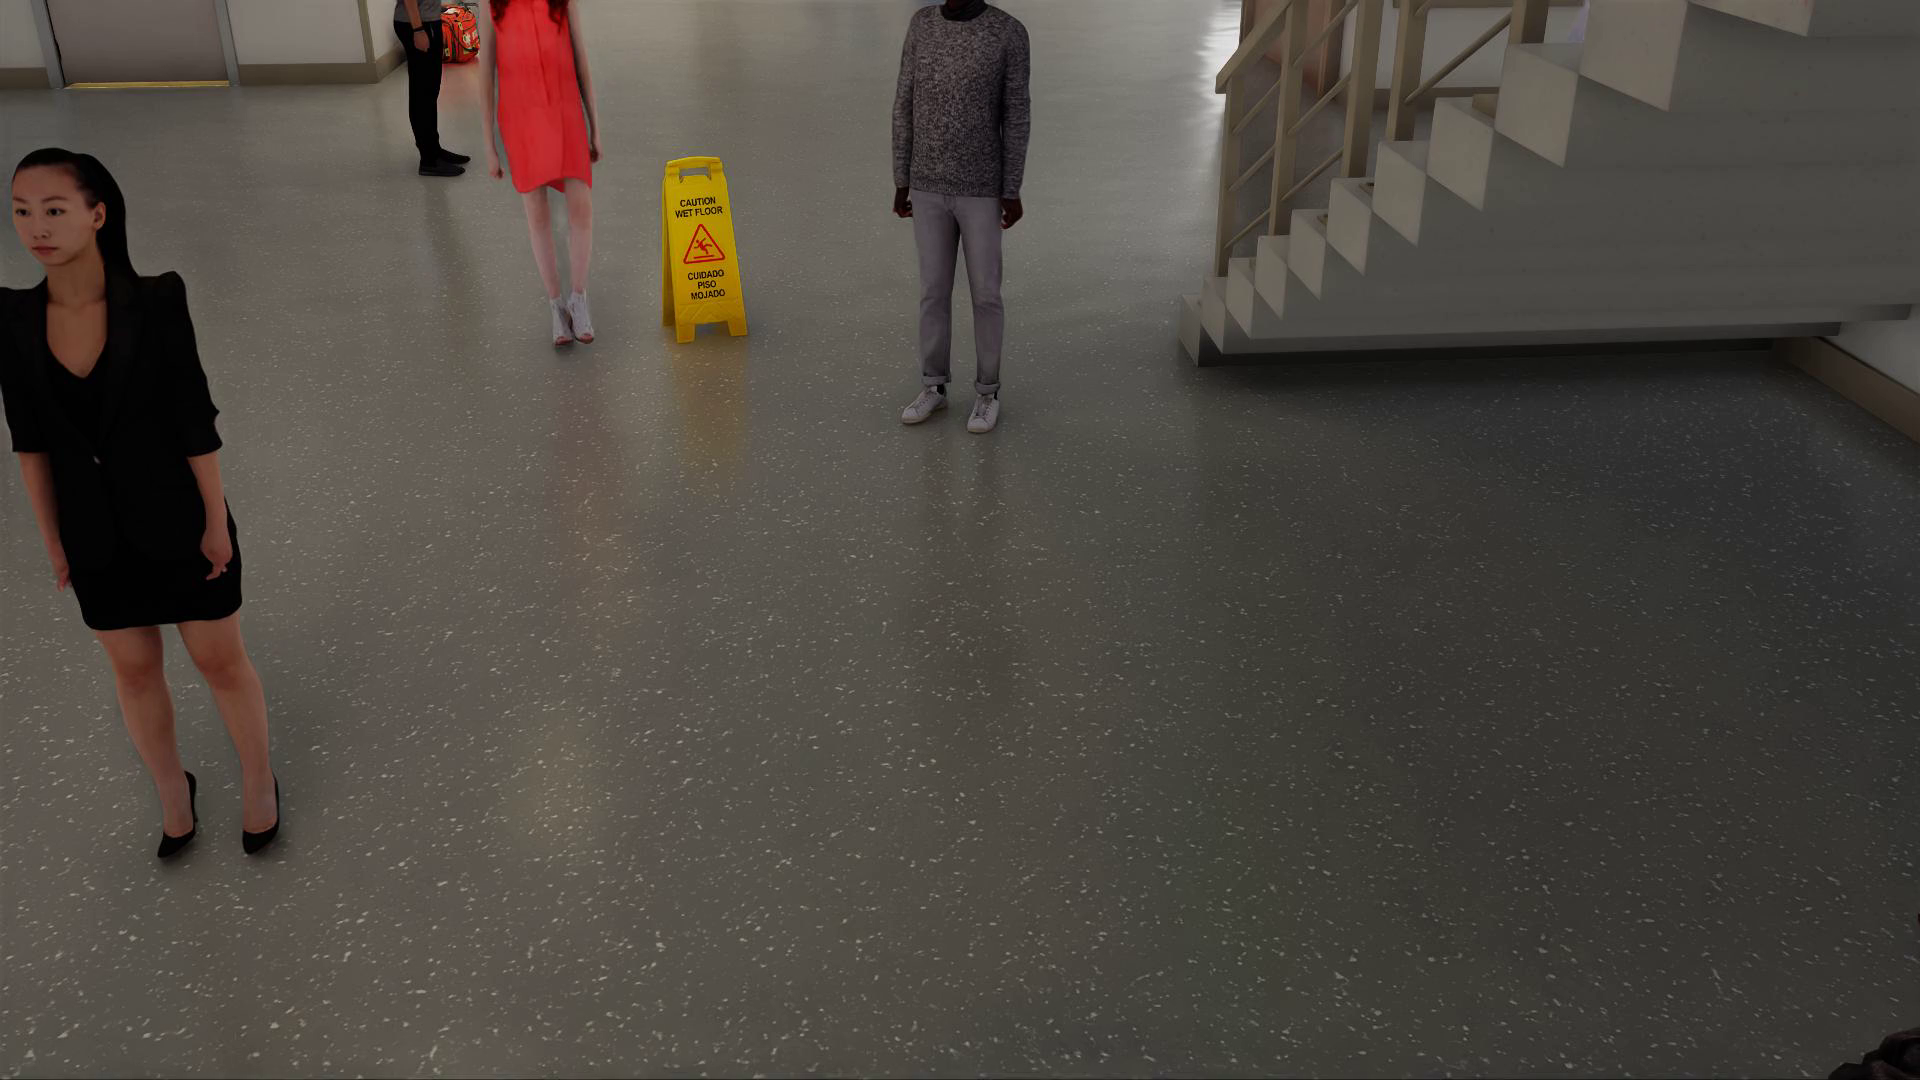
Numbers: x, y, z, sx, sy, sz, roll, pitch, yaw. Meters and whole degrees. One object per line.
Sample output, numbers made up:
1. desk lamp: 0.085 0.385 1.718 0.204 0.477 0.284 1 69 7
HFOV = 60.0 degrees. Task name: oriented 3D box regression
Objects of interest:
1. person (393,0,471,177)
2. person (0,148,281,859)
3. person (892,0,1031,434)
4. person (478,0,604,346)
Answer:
1. person: -3.276 -3.127 10.065 0.679 1.755 0.494 -4 26 -8
2. person: -1.810 -0.026 3.702 0.592 1.696 0.527 -4 26 -8
3. person: 0.008 -1.330 6.241 0.755 1.839 0.722 9 27 19
4. person: -1.769 -1.721 7.084 0.678 1.811 0.666 -6 26 -12
